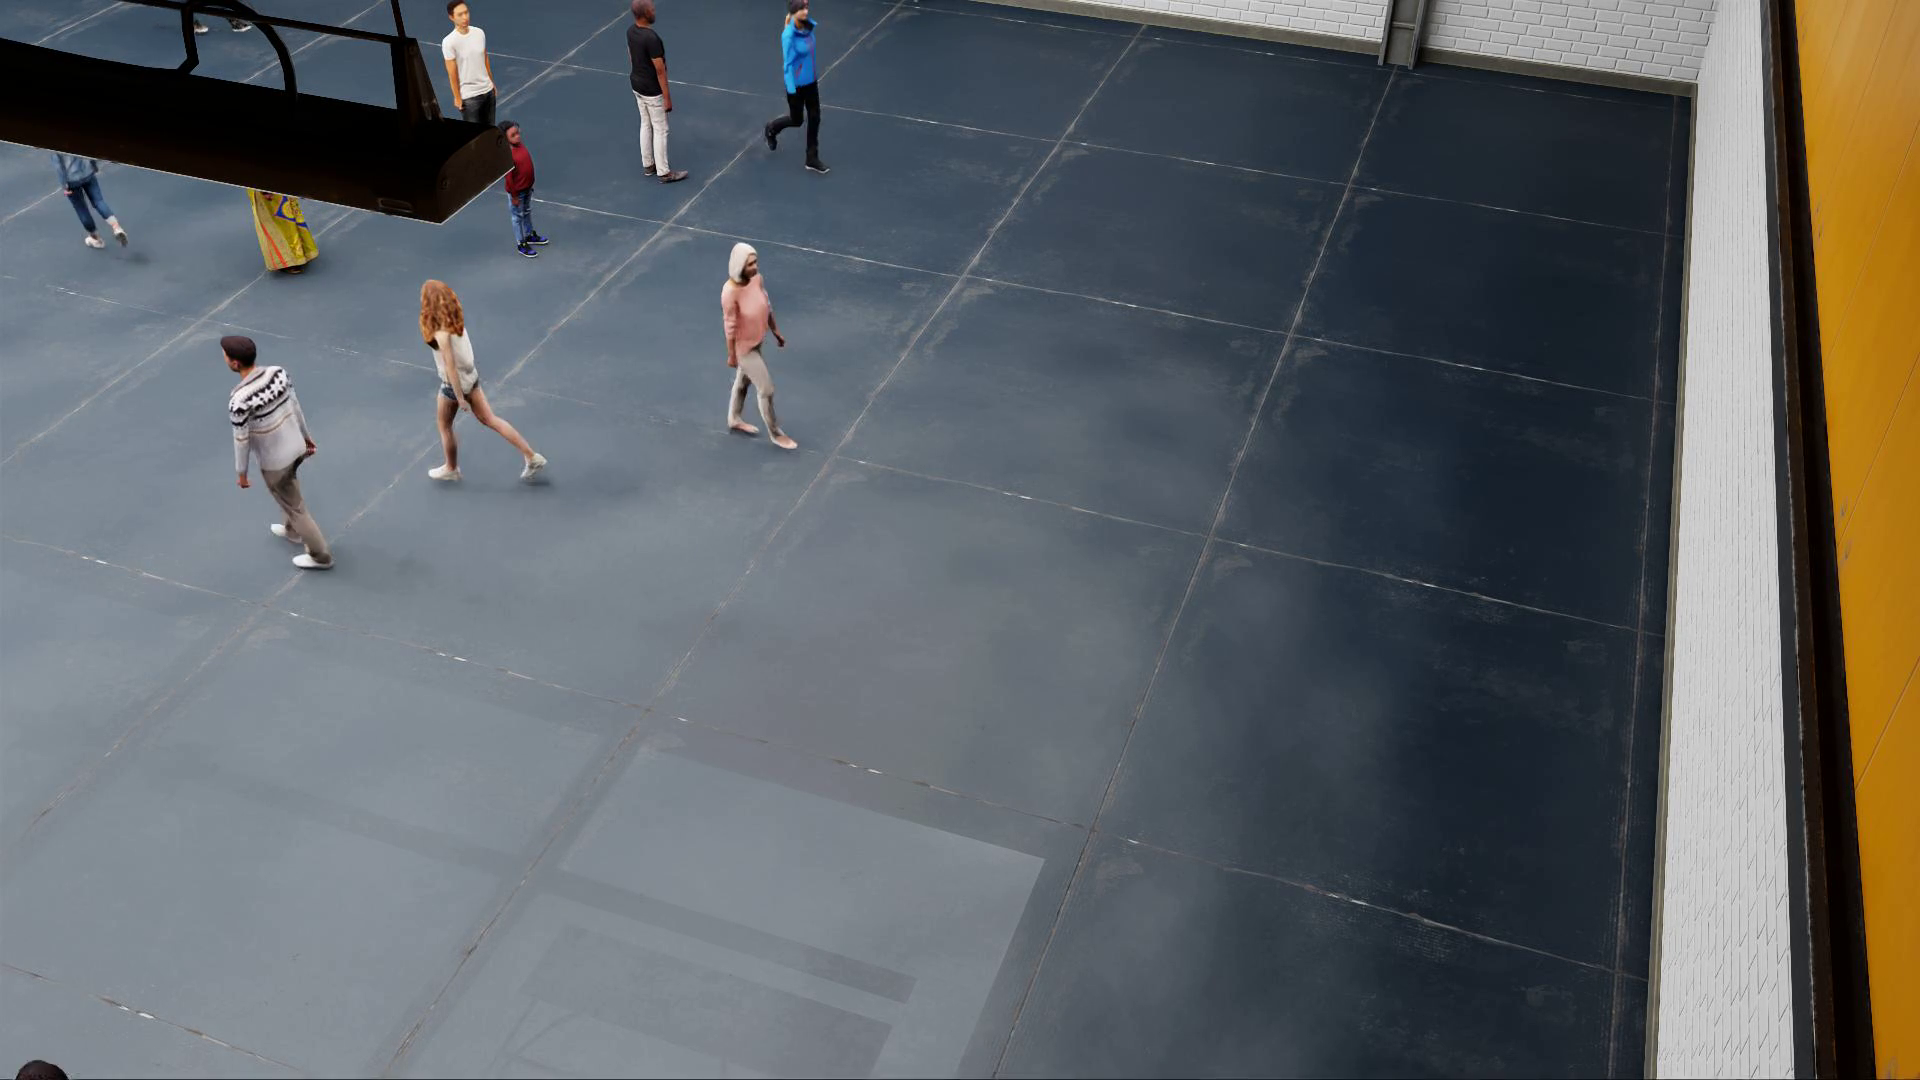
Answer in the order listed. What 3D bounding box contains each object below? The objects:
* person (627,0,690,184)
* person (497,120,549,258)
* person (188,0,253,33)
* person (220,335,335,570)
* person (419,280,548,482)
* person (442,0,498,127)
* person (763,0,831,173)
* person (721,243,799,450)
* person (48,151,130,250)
[{"bbox_3d":[-3.010,-4.378,16.170,0.817,1.804,0.693,-29,47,-31],"label":"person"},{"bbox_3d":[-4.030,-3.230,15.173,0.501,1.256,0.512,10,40,12],"label":"person"},{"bbox_3d":[-8.822,-6.526,19.160,1.039,1.431,0.675,6,39,8],"label":"person"},{"bbox_3d":[-4.580,-0.569,11.374,0.872,1.838,0.721,11,40,14],"label":"person"},{"bbox_3d":[-3.541,-1.120,12.159,1.194,1.720,0.738,5,39,6],"label":"person"},{"bbox_3d":[-4.724,-4.363,16.152,0.630,1.804,0.697,24,45,27],"label":"person"},{"bbox_3d":[-1.625,-4.493,16.335,1.083,1.780,0.804,24,45,27],"label":"person"},{"bbox_3d":[-1.689,-1.513,12.667,0.882,1.699,0.618,13,40,16],"label":"person"},{"bbox_3d":[-7.938,-3.279,15.066,0.860,1.465,0.684,22,44,25],"label":"person"}]
